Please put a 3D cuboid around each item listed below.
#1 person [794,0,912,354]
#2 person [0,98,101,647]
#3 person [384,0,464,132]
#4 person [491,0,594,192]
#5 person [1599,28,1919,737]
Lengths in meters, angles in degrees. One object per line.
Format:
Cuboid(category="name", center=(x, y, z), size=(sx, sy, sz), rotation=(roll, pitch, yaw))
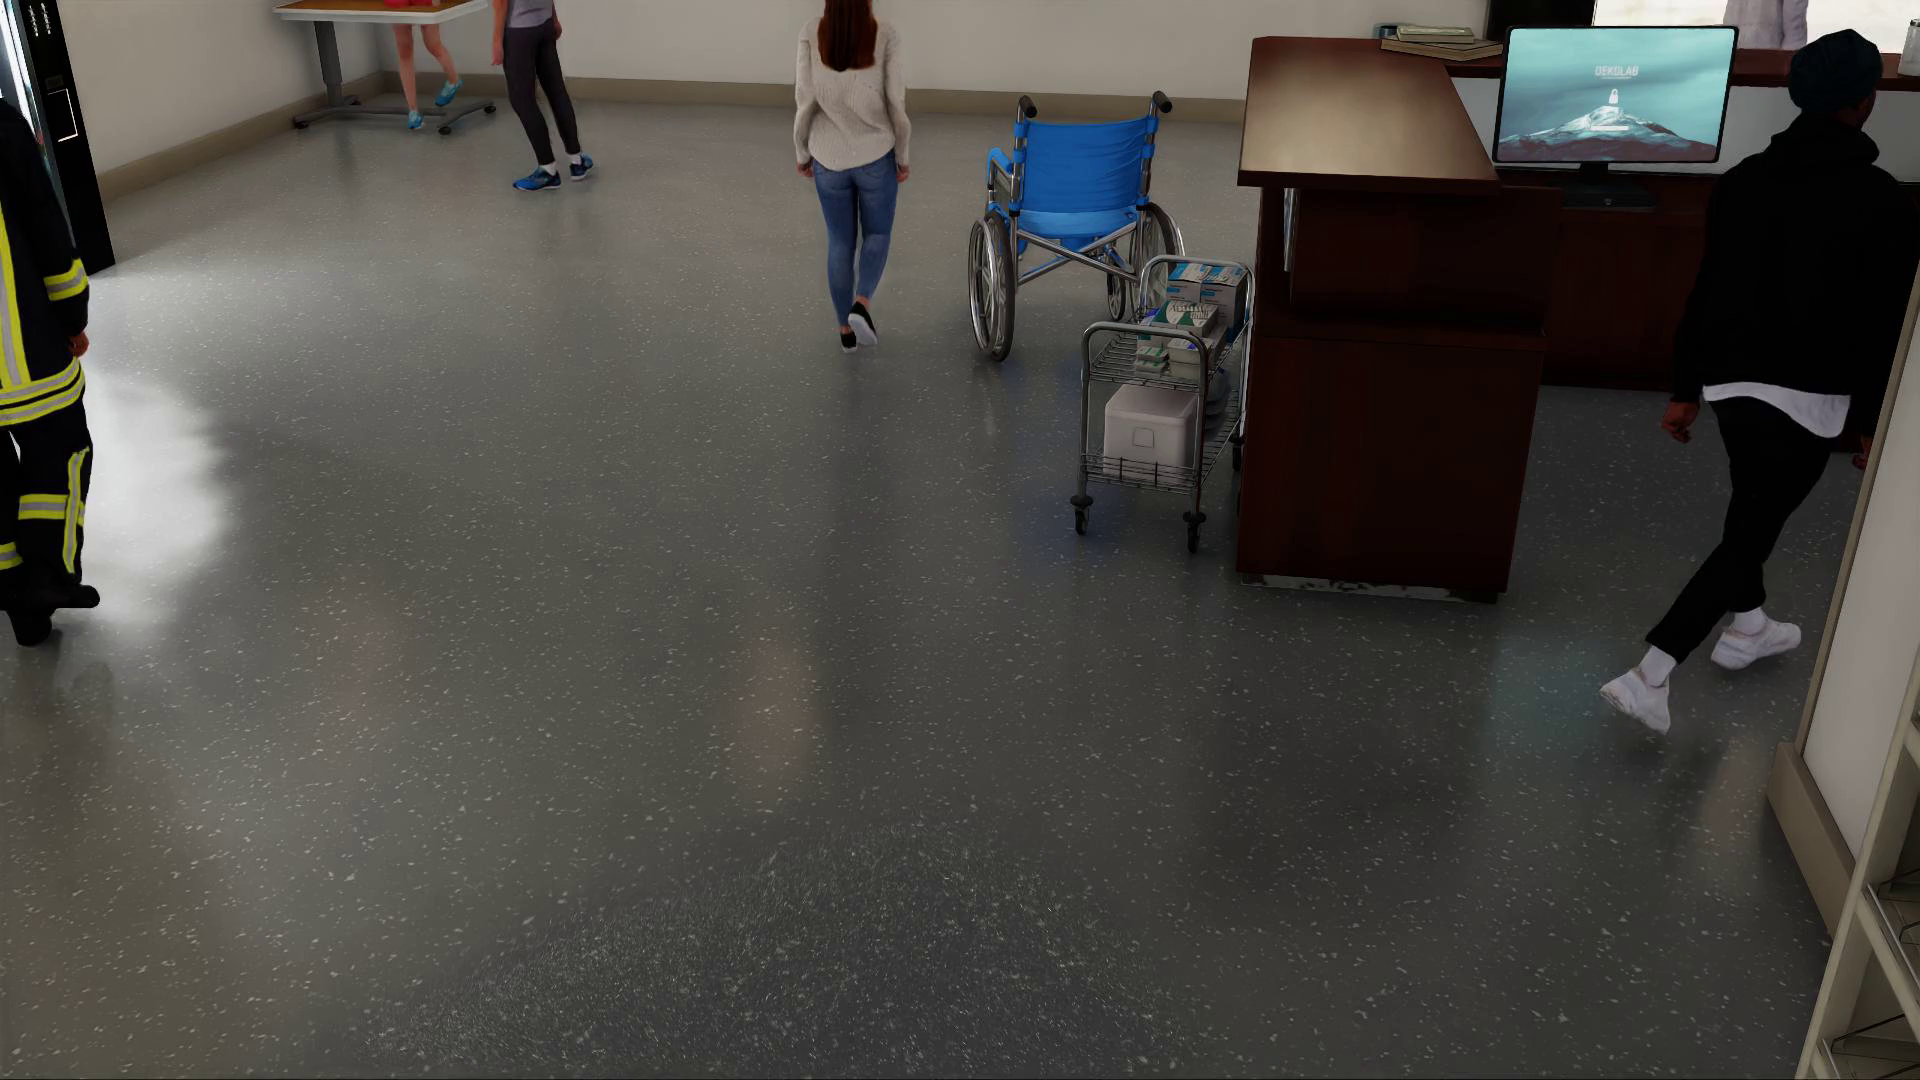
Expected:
Cuboid(category="person", center=(-0.431, -1.544, 6.842), size=(0.659, 1.681, 0.760), rotation=(2, 26, 5))
Cuboid(category="person", center=(-2.718, -0.566, 4.551), size=(0.935, 1.910, 0.935), rotation=(-7, 27, -14))
Cuboid(category="person", center=(-3.656, -3.672, 11.191), size=(0.671, 1.736, 1.107), rotation=(3, 26, 7))
Cuboid(category="person", center=(-2.435, -2.957, 9.633), size=(0.951, 1.802, 0.525), rotation=(11, 28, 21))
Cuboid(category="person", center=(2.007, -0.332, 4.210), size=(1.229, 1.785, 1.219), rotation=(-14, 29, -27))
